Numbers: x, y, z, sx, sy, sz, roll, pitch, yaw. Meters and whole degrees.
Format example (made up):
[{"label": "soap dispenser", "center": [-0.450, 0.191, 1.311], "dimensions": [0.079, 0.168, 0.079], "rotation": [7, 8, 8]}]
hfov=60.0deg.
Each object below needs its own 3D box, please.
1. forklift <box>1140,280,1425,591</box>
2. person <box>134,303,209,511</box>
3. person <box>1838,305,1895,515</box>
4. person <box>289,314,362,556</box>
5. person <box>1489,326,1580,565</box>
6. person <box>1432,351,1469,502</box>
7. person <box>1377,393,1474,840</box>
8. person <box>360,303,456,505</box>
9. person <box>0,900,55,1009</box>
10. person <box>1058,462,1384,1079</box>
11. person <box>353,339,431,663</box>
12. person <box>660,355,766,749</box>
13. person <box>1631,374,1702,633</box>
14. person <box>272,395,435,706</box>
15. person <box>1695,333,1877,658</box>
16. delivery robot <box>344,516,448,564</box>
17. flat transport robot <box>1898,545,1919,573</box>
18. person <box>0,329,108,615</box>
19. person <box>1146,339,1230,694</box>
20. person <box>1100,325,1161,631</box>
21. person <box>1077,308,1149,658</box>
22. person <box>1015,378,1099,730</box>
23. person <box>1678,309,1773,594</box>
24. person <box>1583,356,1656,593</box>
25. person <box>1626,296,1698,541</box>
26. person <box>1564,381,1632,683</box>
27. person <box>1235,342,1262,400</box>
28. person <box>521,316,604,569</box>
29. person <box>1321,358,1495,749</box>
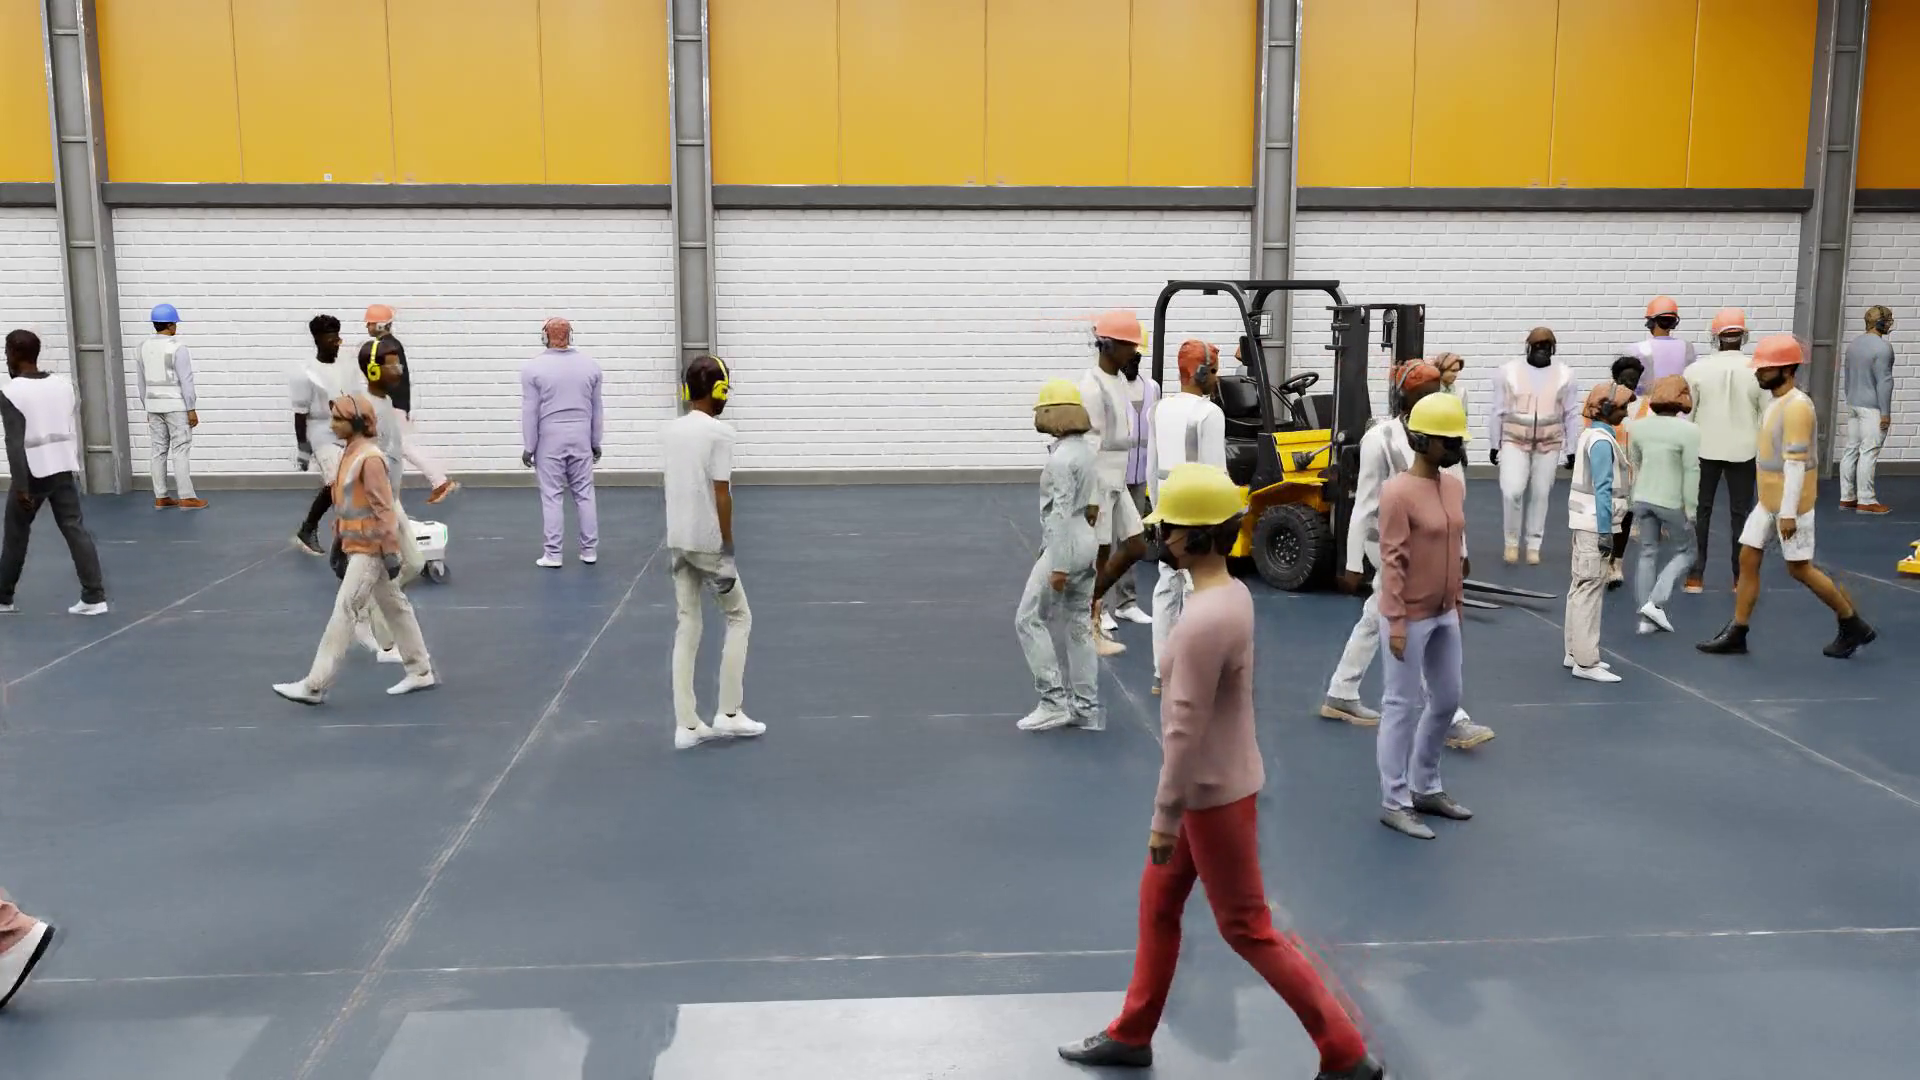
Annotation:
[{"label": "forklift", "center": [2.301, -0.860, 12.475], "dimensions": [1.214, 2.155, 2.313], "rotation": [-6, 11, -35]}, {"label": "person", "center": [-7.442, -1.246, 15.666], "dimensions": [0.604, 1.949, 0.389], "rotation": [3, 10, 18]}, {"label": "person", "center": [8.461, -1.210, 15.479], "dimensions": [0.373, 1.940, 0.629], "rotation": [0, 9, -3]}, {"label": "person", "center": [-4.896, -0.789, 12.898], "dimensions": [0.974, 1.929, 0.624], "rotation": [4, 10, 23]}, {"label": "person", "center": [4.365, -0.704, 12.639], "dimensions": [0.646, 1.824, 0.565], "rotation": [2, 9, 12]}, {"label": "person", "center": [3.712, -0.650, 12.913], "dimensions": [0.552, 1.621, 0.385], "rotation": [-4, 10, -22]}, {"label": "person", "center": [1.842, 0.297, 6.587], "dimensions": [0.527, 1.764, 0.321], "rotation": [-8, 12, -40]}, {"label": "person", "center": [-5.371, -1.293, 15.974], "dimensions": [0.962, 1.961, 0.627], "rotation": [-1, 9, -7]}, {"label": "person", "center": [-3.223, 0.506, 4.916], "dimensions": [0.882, 1.875, 0.647], "rotation": [-3, 9, -15]}, {"label": "person", "center": [0.722, 0.656, 4.416], "dimensions": [0.869, 1.735, 0.544], "rotation": [3, 9, 16]}, {"label": "person", "center": [-3.278, -0.206, 9.429], "dimensions": [0.436, 1.855, 0.553], "rotation": [0, 9, -2]}, {"label": "person", "center": [-1.195, 0.052, 7.871], "dimensions": [0.559, 1.831, 0.590], "rotation": [6, 11, 34]}, {"label": "person", "center": [4.321, -0.211, 10.206], "dimensions": [0.361, 1.619, 0.499], "rotation": [-5, 11, -31]}, {"label": "person", "center": [-3.140, 0.055, 8.567], "dimensions": [0.859, 1.591, 0.542], "rotation": [-6, 11, -32]}, {"label": "person", "center": [4.824, -0.244, 9.578], "dimensions": [0.937, 1.899, 0.549], "rotation": [1, 9, 7]}, {"label": "delivery robot", "center": [-4.037, 0.008, 11.862], "dimensions": [0.707, 0.478, 0.477], "rotation": [-6, 11, -34]}, {"label": "flat transport robot", "center": [7.628, 0.099, 12.476], "dimensions": [1.431, 0.197, 0.652], "rotation": [-9, 13, -44]}, {"label": "person", "center": [-6.020, -0.431, 10.836], "dimensions": [1.019, 1.861, 0.587], "rotation": [3, 10, 18]}, {"label": "person", "center": [1.199, -0.097, 8.649], "dimensions": [0.355, 1.887, 0.573], "rotation": [-6, 11, -32]}, {"label": "person", "center": [1.037, -0.404, 10.460], "dimensions": [0.589, 1.923, 0.382], "rotation": [-6, 11, -35]}, {"label": "person", "center": [0.863, -0.319, 9.618], "dimensions": [0.435, 2.022, 0.642], "rotation": [4, 10, 25]}, {"label": "person", "center": [0.479, 0.078, 8.083], "dimensions": [0.509, 1.721, 0.493], "rotation": [4, 10, 21]}, {"label": "person", "center": [5.318, -0.597, 11.544], "dimensions": [0.659, 1.982, 0.476], "rotation": [4, 10, 23]}, {"label": "person", "center": [4.657, -0.460, 11.656], "dimensions": [0.547, 1.638, 0.887], "rotation": [1, 9, 8]}, {"label": "person", "center": [5.794, -1.007, 13.875], "dimensions": [0.616, 2.041, 0.381], "rotation": [-1, 9, -8]}, {"label": "person", "center": [3.499, -0.052, 9.141], "dimensions": [0.309, 1.640, 0.513], "rotation": [2, 9, 12]}, {"label": "person", "center": [2.704, -1.082, 15.627], "dimensions": [0.264, 1.632, 0.508], "rotation": [-1, 9, -6]}, {"label": "person", "center": [-3.025, -0.741, 12.632], "dimensions": [0.651, 1.906, 0.403], "rotation": [-6, 11, -35]}, {"label": "person", "center": [2.128, 0.058, 7.878], "dimensions": [0.668, 1.831, 0.959], "rotation": [-9, 12, -43]}]
